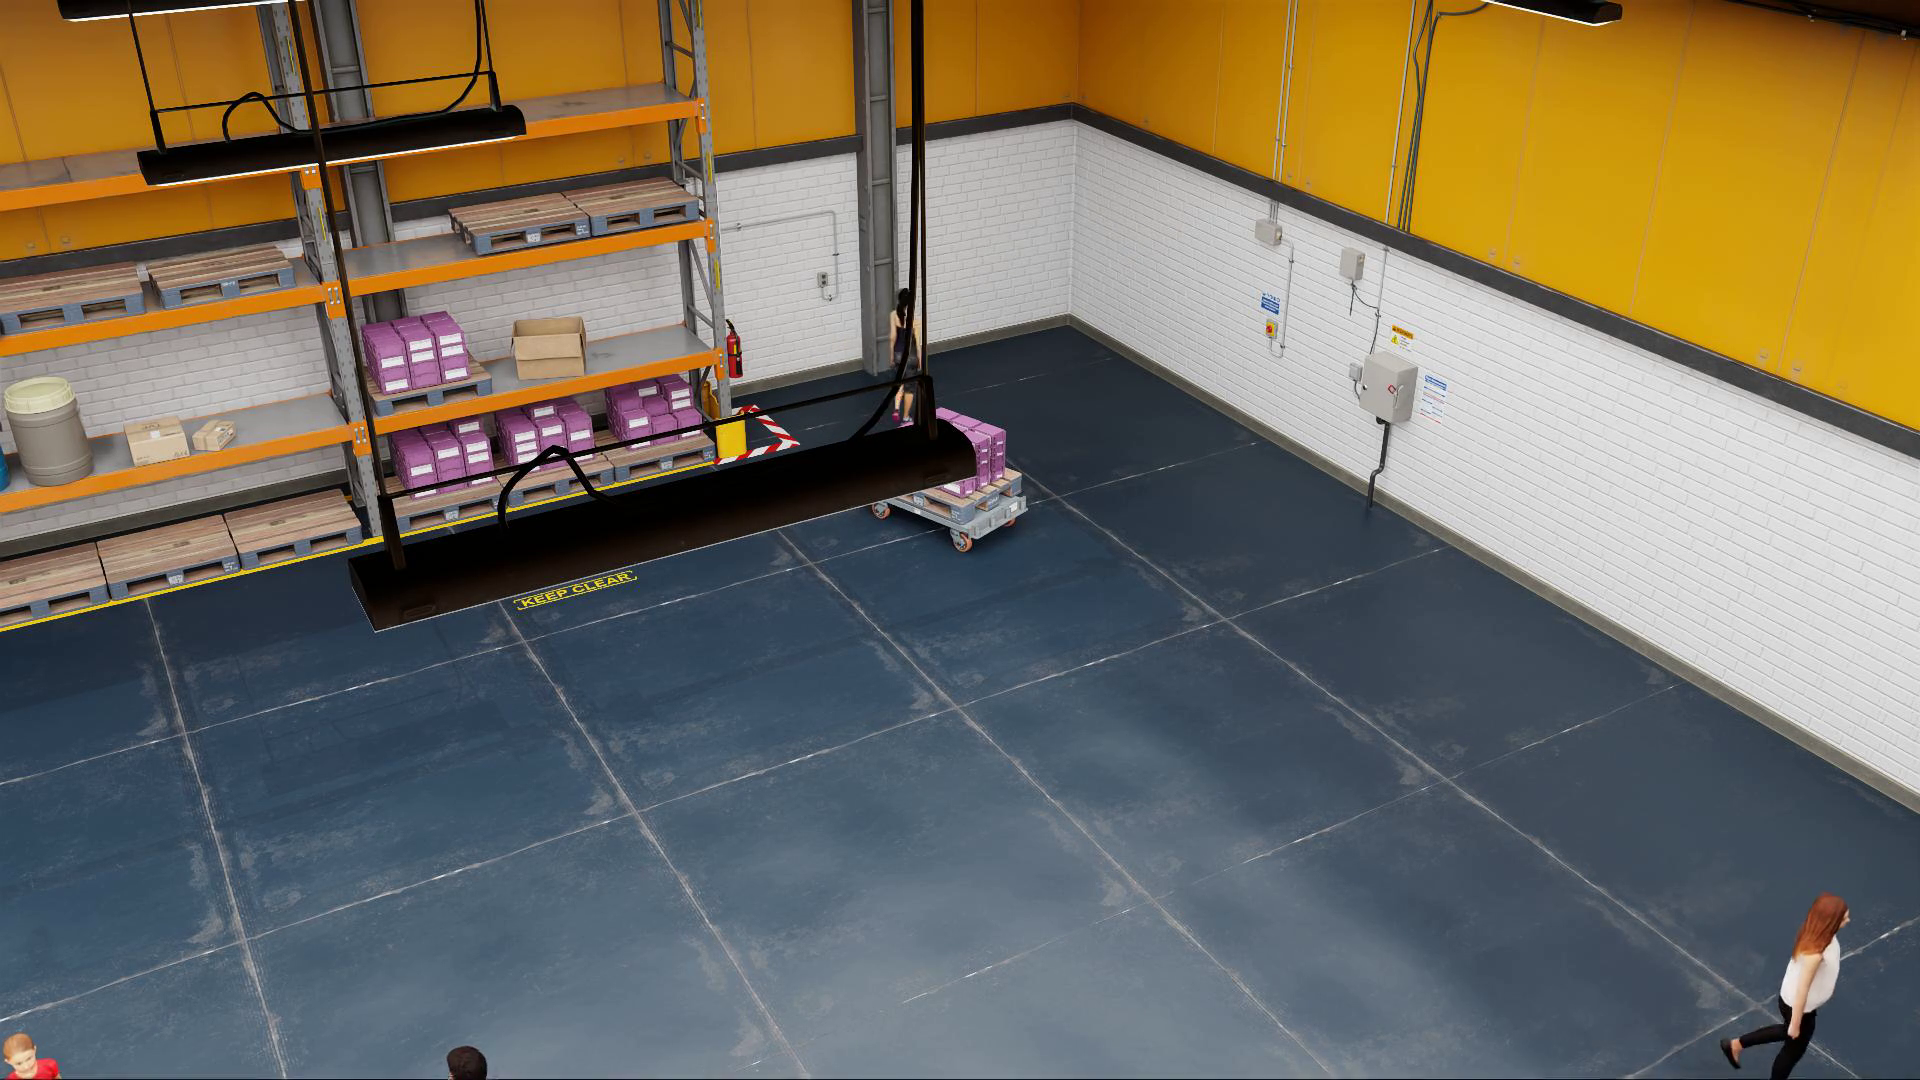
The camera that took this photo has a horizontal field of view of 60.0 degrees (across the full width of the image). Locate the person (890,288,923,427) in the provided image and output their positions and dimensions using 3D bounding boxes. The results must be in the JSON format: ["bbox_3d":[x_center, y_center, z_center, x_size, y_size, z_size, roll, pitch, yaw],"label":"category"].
[{"bbox_3d":[-0.675,-2.112,19.566,0.738,1.722,0.805,13,31,22],"label":"person"}]

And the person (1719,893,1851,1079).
[{"bbox_3d":[5.200,2.862,10.456,0.877,1.713,0.877,16,33,27],"label":"person"}]

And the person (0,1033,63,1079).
[{"bbox_3d":[-5.422,3.428,9.838,0.603,1.311,0.507,25,37,37],"label":"person"}]
